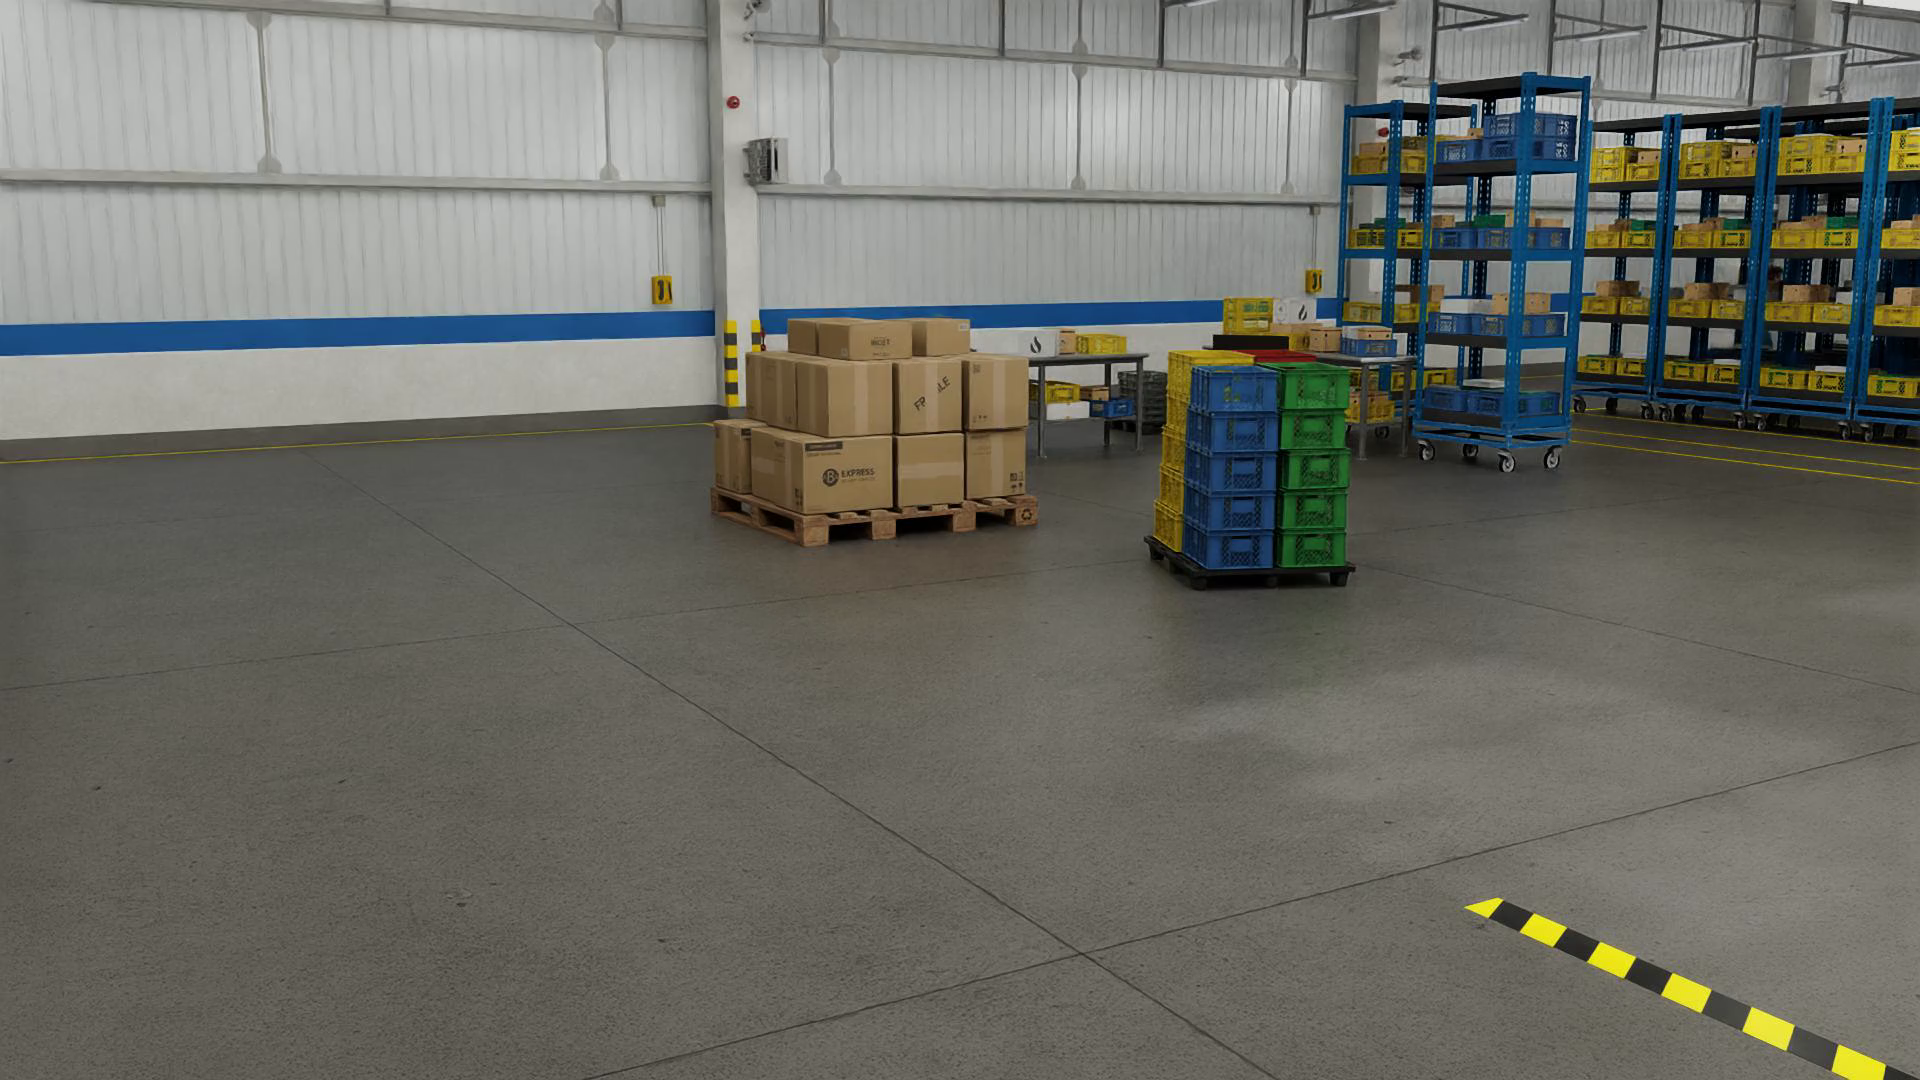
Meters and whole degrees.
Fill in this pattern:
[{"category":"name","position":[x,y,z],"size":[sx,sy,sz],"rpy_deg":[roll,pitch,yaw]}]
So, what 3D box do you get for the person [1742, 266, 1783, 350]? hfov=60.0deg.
[{"category":"person","position":[10.804,-2.784,22.435],"size":[0.448,1.821,0.602],"rpy_deg":[9,14,42]}]
